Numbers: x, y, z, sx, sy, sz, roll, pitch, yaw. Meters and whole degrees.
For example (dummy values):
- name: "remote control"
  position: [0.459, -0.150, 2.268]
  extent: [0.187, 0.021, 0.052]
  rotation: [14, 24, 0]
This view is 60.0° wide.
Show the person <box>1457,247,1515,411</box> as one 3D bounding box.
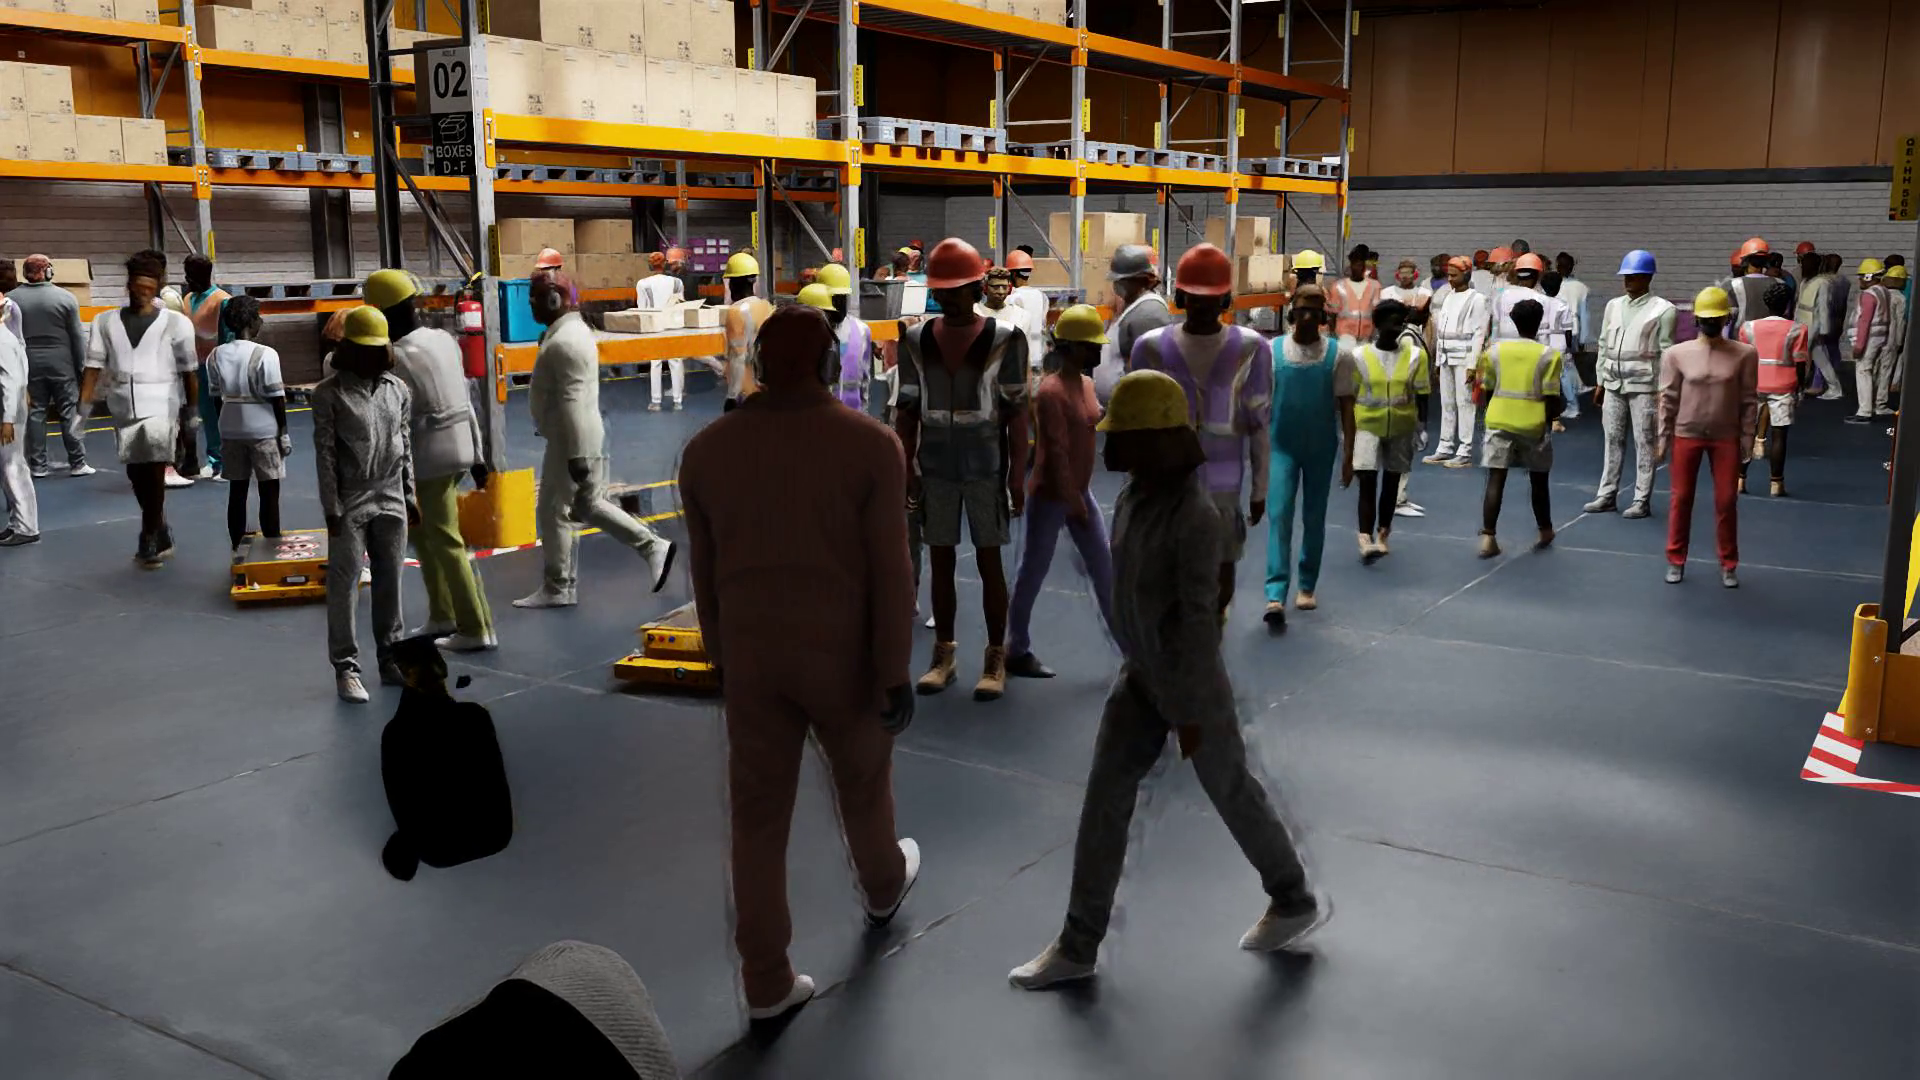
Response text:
- name: "person"
  position: [6.165, -2.382, 19.108]
  extent: [1.017, 1.939, 0.641]
  rotation: [6, 12, 31]

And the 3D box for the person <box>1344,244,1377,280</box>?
- name: "person"
  position: [6.465, -3.806, 26.945]
  extent: [0.600, 1.959, 0.384]
  rotation: [6, 12, 30]

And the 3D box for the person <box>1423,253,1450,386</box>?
- name: "person"
  position: [6.668, -3.060, 23.157]
  extent: [0.509, 1.839, 0.345]
  rotation: [-1, 10, -3]

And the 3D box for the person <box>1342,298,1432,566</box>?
- name: "person"
  position: [2.673, -0.677, 10.429]
  extent: [0.548, 1.652, 0.850]
  rotation: [1, 10, 4]

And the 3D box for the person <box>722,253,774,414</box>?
- name: "person"
  position: [-1.560, -1.124, 12.169]
  extent: [0.370, 1.925, 0.595]
  rotation: [4, 11, 20]

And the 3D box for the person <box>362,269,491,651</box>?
- name: "person"
  position: [-2.619, -0.369, 8.115]
  extent: [0.654, 1.875, 0.674]
  rotation: [2, 10, 10]

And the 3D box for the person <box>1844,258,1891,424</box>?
- name: "person"
  position: [10.024, -2.191, 18.386]
  extent: [0.404, 1.820, 0.600]
  rotation: [9, 13, 39]

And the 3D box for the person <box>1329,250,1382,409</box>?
- name: "person"
  position: [4.624, -2.406, 19.335]
  extent: [0.610, 1.900, 1.028]
  rotation: [-1, 10, -4]

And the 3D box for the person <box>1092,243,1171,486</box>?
- name: "person"
  position: [1.129, -0.948, 10.884]
  extent: [0.535, 2.000, 0.711]
  rotation: [0, 10, 1]

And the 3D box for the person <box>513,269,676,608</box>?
- name: "person"
  position: [-2.045, -0.557, 9.205]
  extent: [0.826, 1.877, 0.662]
  rotation: [-1, 10, -7]

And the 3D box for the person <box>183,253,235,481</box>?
- name: "person"
  position: [-6.306, -1.457, 14.048]
  extent: [0.597, 1.915, 0.370]
  rotation: [6, 12, 31]

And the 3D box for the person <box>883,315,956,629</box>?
- name: "person"
  position: [-0.196, -0.357, 8.729]
  extent: [0.515, 1.636, 0.315]
  rotation: [8, 13, 38]

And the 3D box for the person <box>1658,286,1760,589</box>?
- name: "person"
  position: [4.364, -0.595, 9.716]
  extent: [0.532, 1.758, 0.344]
  rotation: [4, 11, 20]

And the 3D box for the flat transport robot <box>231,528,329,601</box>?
- name: "flat transport robot"
  position: [-3.932, 0.118, 9.880]
  extent: [0.652, 0.197, 1.431]
  rotation: [-4, 11, -19]

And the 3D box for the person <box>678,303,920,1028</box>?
- name: "person"
  position: [-0.401, 0.293, 4.532]
  extent: [0.656, 1.846, 1.012]
  rotation: [2, 10, 12]

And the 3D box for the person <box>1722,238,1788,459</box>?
- name: "person"
  position: [7.293, -1.763, 15.398]
  extent: [0.614, 2.039, 0.392]
  rotation: [0, 10, 0]

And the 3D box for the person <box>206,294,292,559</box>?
- name: "person"
  position: [-4.301, -0.639, 10.119]
  extent: [0.535, 1.699, 0.318]
  rotation: [3, 11, 18]

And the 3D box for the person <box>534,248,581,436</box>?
- name: "person"
  position: [-4.169, -2.019, 17.108]
  extent: [0.552, 1.933, 0.363]
  rotation: [3, 11, 18]

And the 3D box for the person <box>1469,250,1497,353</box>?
- name: "person"
  position: [7.248, -3.090, 23.189]
  extent: [0.573, 1.884, 0.359]
  rotation: [1, 10, 6]

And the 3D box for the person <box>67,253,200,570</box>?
- name: "person"
  position: [-5.119, -0.801, 10.343]
  extent: [0.726, 1.937, 0.590]
  rotation: [-1, 10, -4]

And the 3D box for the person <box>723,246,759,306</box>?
- name: "person"
  position: [-2.919, -3.040, 22.752]
  extent: [0.635, 1.939, 0.359]
  rotation: [-4, 11, -22]

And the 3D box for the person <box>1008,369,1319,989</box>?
- name: "person"
  position: [0.614, 0.371, 4.543]
  extent: [0.938, 1.694, 0.492]
  rotation: [-5, 11, -25]

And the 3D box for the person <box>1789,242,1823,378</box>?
- name: "person"
  position: [12.355, -3.369, 24.423]
  extent: [0.611, 1.996, 0.379]
  rotation: [-5, 12, -27]

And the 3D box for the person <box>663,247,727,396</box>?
- name: "person"
  position: [-3.480, -2.872, 21.831]
  extent: [0.910, 1.951, 0.621]
  rotation: [-9, 13, -40]

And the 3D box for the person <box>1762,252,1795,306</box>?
- name: "person"
  position: [11.847, -3.276, 24.340]
  extent: [0.429, 1.844, 0.623]
  rotation: [-3, 11, -19]

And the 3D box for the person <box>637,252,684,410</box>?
- name: "person"
  position: [-3.558, -2.483, 19.828]
  extent: [0.575, 1.882, 0.362]
  rotation: [-4, 11, -23]

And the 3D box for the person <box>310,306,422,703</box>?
- name: "person"
  position: [-2.608, -0.164, 7.382]
  extent: [0.312, 1.737, 0.483]
  rotation: [8, 13, 36]

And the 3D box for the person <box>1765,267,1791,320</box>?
- name: "person"
  position: [11.618, -3.089, 23.869]
  extent: [0.515, 1.636, 0.315]
  rotation: [4, 11, 22]

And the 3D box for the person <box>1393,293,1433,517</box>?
- name: "person"
  position: [3.310, -0.997, 12.270]
  extent: [0.310, 1.638, 0.522]
  rotation: [3, 11, 18]

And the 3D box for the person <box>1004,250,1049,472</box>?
- name: "person"
  position: [0.524, -1.562, 14.581]
  extent: [0.377, 1.932, 0.552]
  rotation: [10, 14, 43]

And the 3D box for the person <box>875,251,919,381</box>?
- name: "person"
  position: [-0.609, -2.087, 17.586]
  extent: [0.621, 1.904, 0.394]
  rotation: [-8, 13, -36]

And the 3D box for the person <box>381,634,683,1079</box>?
- name: "person"
  position: [-0.304, 0.914, 1.059]
  extent: [0.328, 1.865, 0.519]
  rotation: [-2, 10, -9]
